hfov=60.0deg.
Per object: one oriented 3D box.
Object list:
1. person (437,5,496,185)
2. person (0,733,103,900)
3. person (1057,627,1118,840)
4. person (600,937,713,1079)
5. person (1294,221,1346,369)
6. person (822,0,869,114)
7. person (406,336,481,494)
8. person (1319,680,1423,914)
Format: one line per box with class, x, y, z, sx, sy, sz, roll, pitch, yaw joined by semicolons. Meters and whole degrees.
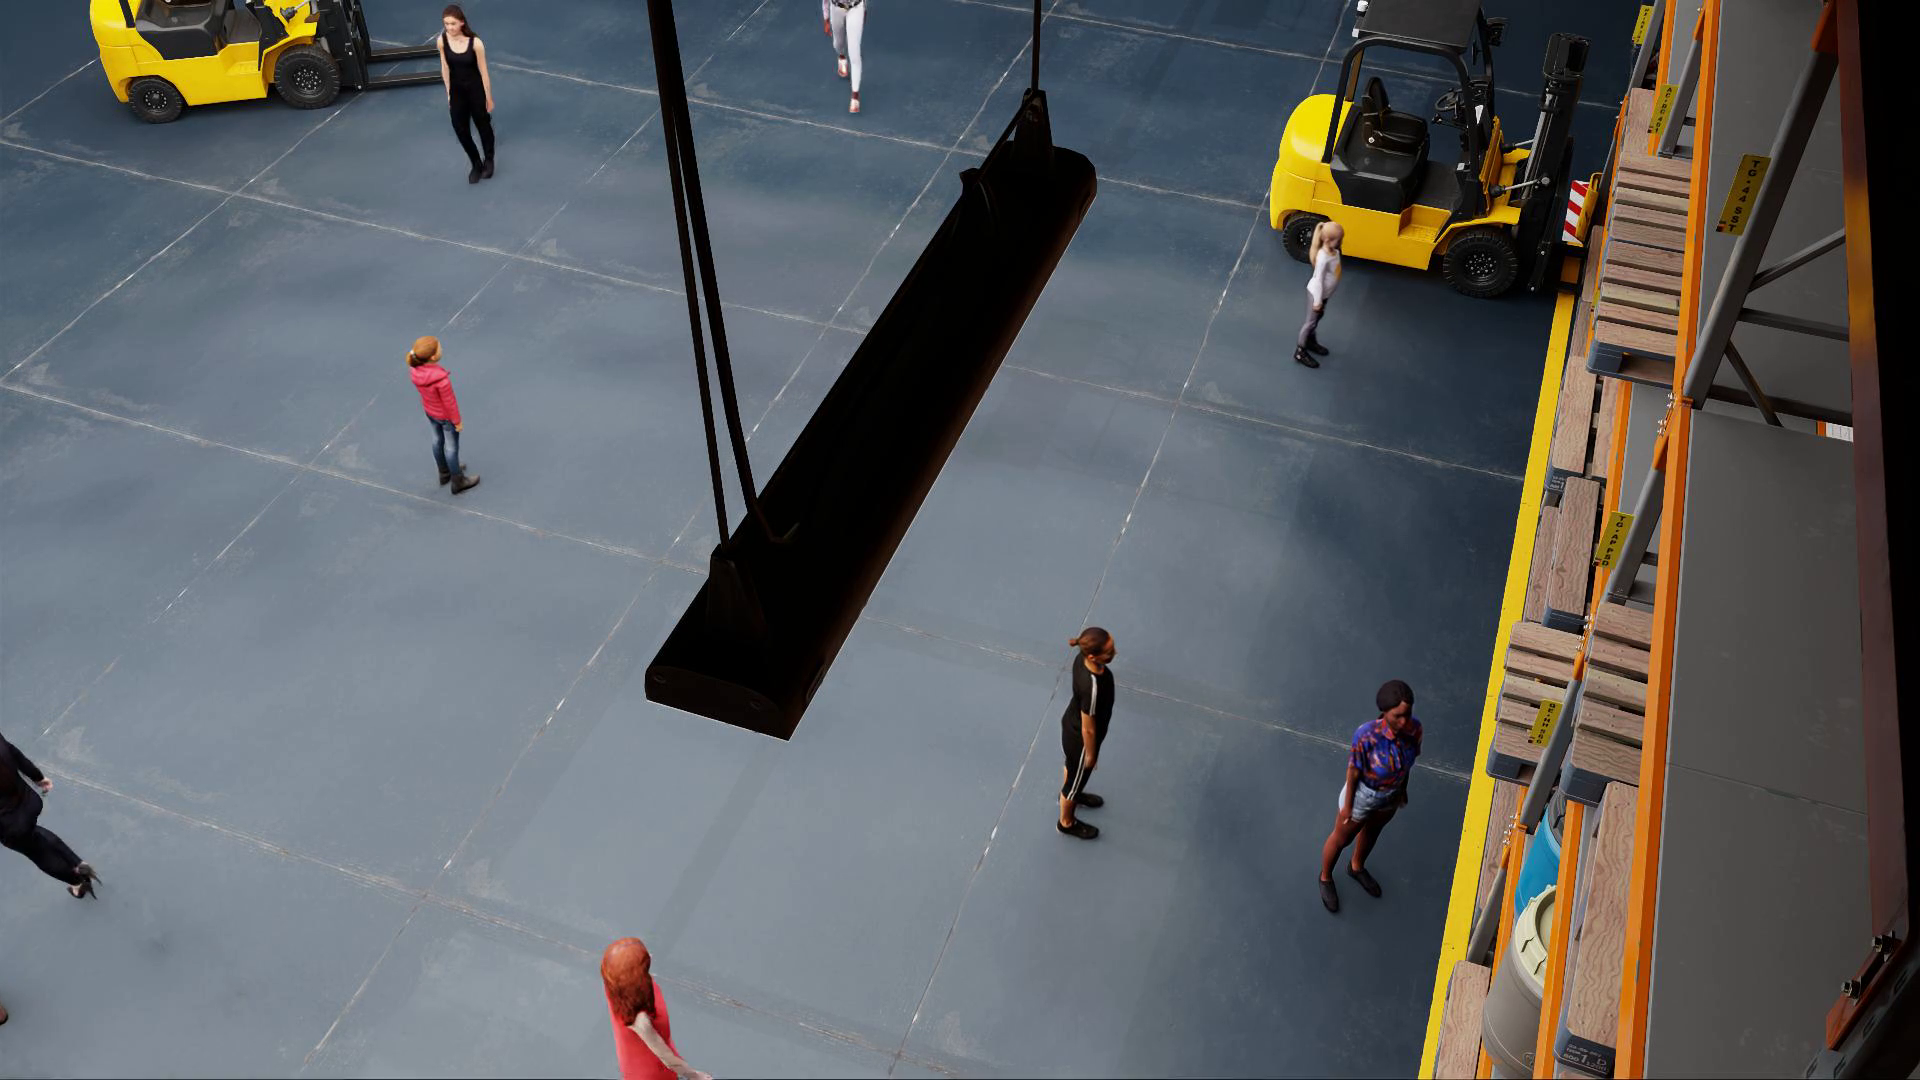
person;-4.409;-4.075;15.049;0.691;1.679;0.718;3;44;3
person;-5.122;1.533;9.153;0.744;1.692;0.605;9;44;9
person;0.716;1.088;9.637;0.688;1.669;0.537;3;44;3
person;-1.559;2.526;8.018;0.805;1.818;0.743;-18;46;-18
person;2.838;-1.967;13.127;0.557;1.277;0.451;19;47;19
person;-1.111;-5.118;16.142;0.909;1.681;1.282;-1;44;-1
person;-3.756;-0.911;11.992;0.562;1.314;0.572;30;51;28
person;2.286;1.411;9.245;0.664;1.741;0.710;-15;46;-15
